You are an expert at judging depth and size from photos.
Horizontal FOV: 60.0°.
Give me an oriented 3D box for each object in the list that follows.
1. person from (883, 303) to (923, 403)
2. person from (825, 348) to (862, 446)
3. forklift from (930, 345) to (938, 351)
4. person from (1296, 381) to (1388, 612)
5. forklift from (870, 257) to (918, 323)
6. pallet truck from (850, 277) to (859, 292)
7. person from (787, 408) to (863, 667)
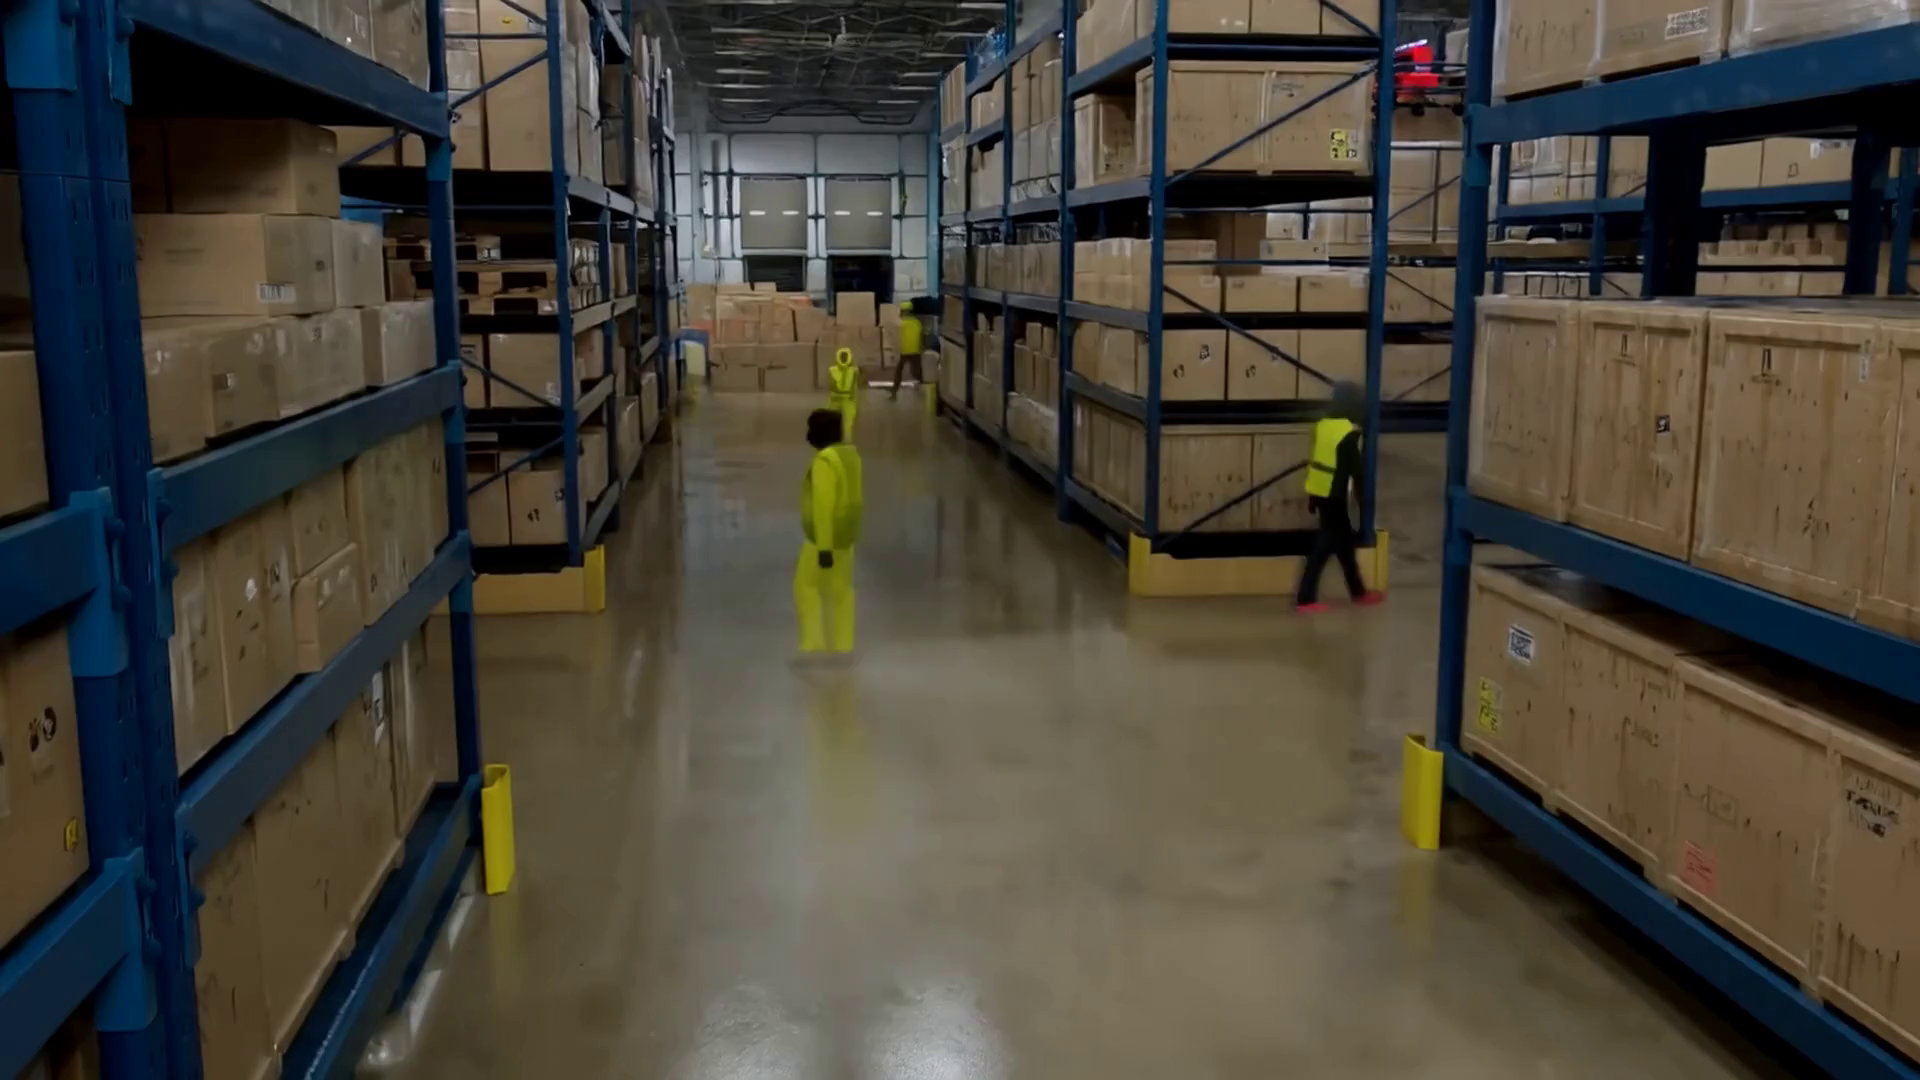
[{"bbox_3d":[-1.069,-3.617,32.324,0.966,1.946,0.616,-8,13,-39],"label":"person"},{"bbox_3d":[-1.629,-1.889,23.264,0.512,1.609,0.755,0,10,-2],"label":"person"},{"bbox_3d":[0.327,-4.295,33.572,1.129,2.768,1.873,7,12,37],"label":"forklift"},{"bbox_3d":[3.150,-0.343,13.454,0.920,1.877,0.617,-2,10,-9],"label":"person"},{"bbox_3d":[-2.263,-6.937,48.952,1.873,2.768,1.129,-6,11,-31],"label":"forklift"},{"bbox_3d":[-3.782,-9.391,65.808,1.885,1.965,0.823,2,10,10],"label":"pallet truck"},{"bbox_3d":[-0.980,-0.018,11.736,0.581,1.825,0.645,4,11,22],"label":"person"}]
